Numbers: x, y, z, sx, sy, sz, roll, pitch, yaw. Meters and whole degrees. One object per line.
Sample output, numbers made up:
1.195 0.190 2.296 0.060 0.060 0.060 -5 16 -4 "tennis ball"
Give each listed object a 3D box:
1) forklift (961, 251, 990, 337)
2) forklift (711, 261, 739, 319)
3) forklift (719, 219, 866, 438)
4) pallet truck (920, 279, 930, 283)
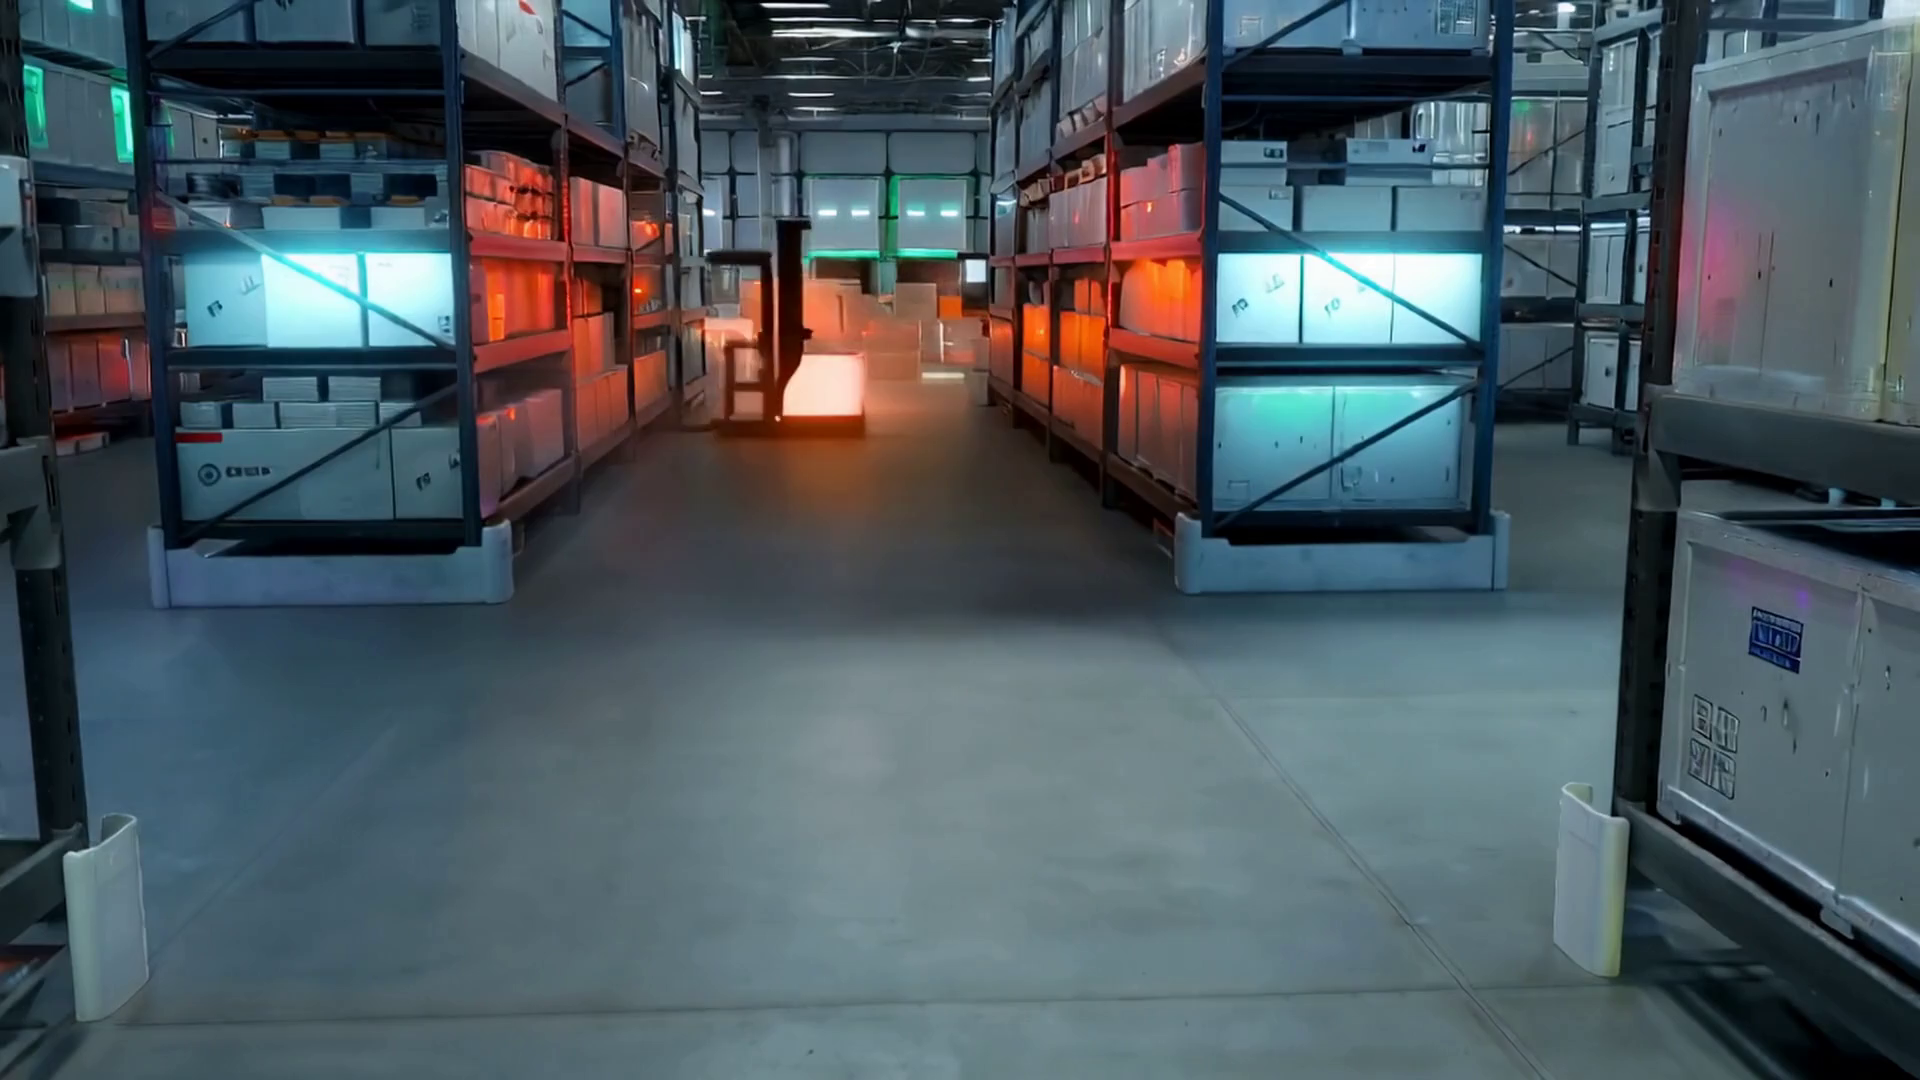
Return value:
0.497 -7.082 48.799 1.129 2.768 1.873 -1 9 -4 "forklift"
-8.368 -8.713 59.038 1.129 2.768 1.873 -1 9 -4 "forklift"
-2.185 -2.767 21.707 1.873 2.768 1.129 -1 9 -4 "forklift"
-0.932 -8.922 63.114 1.885 1.965 0.823 2 9 13 "pallet truck"
